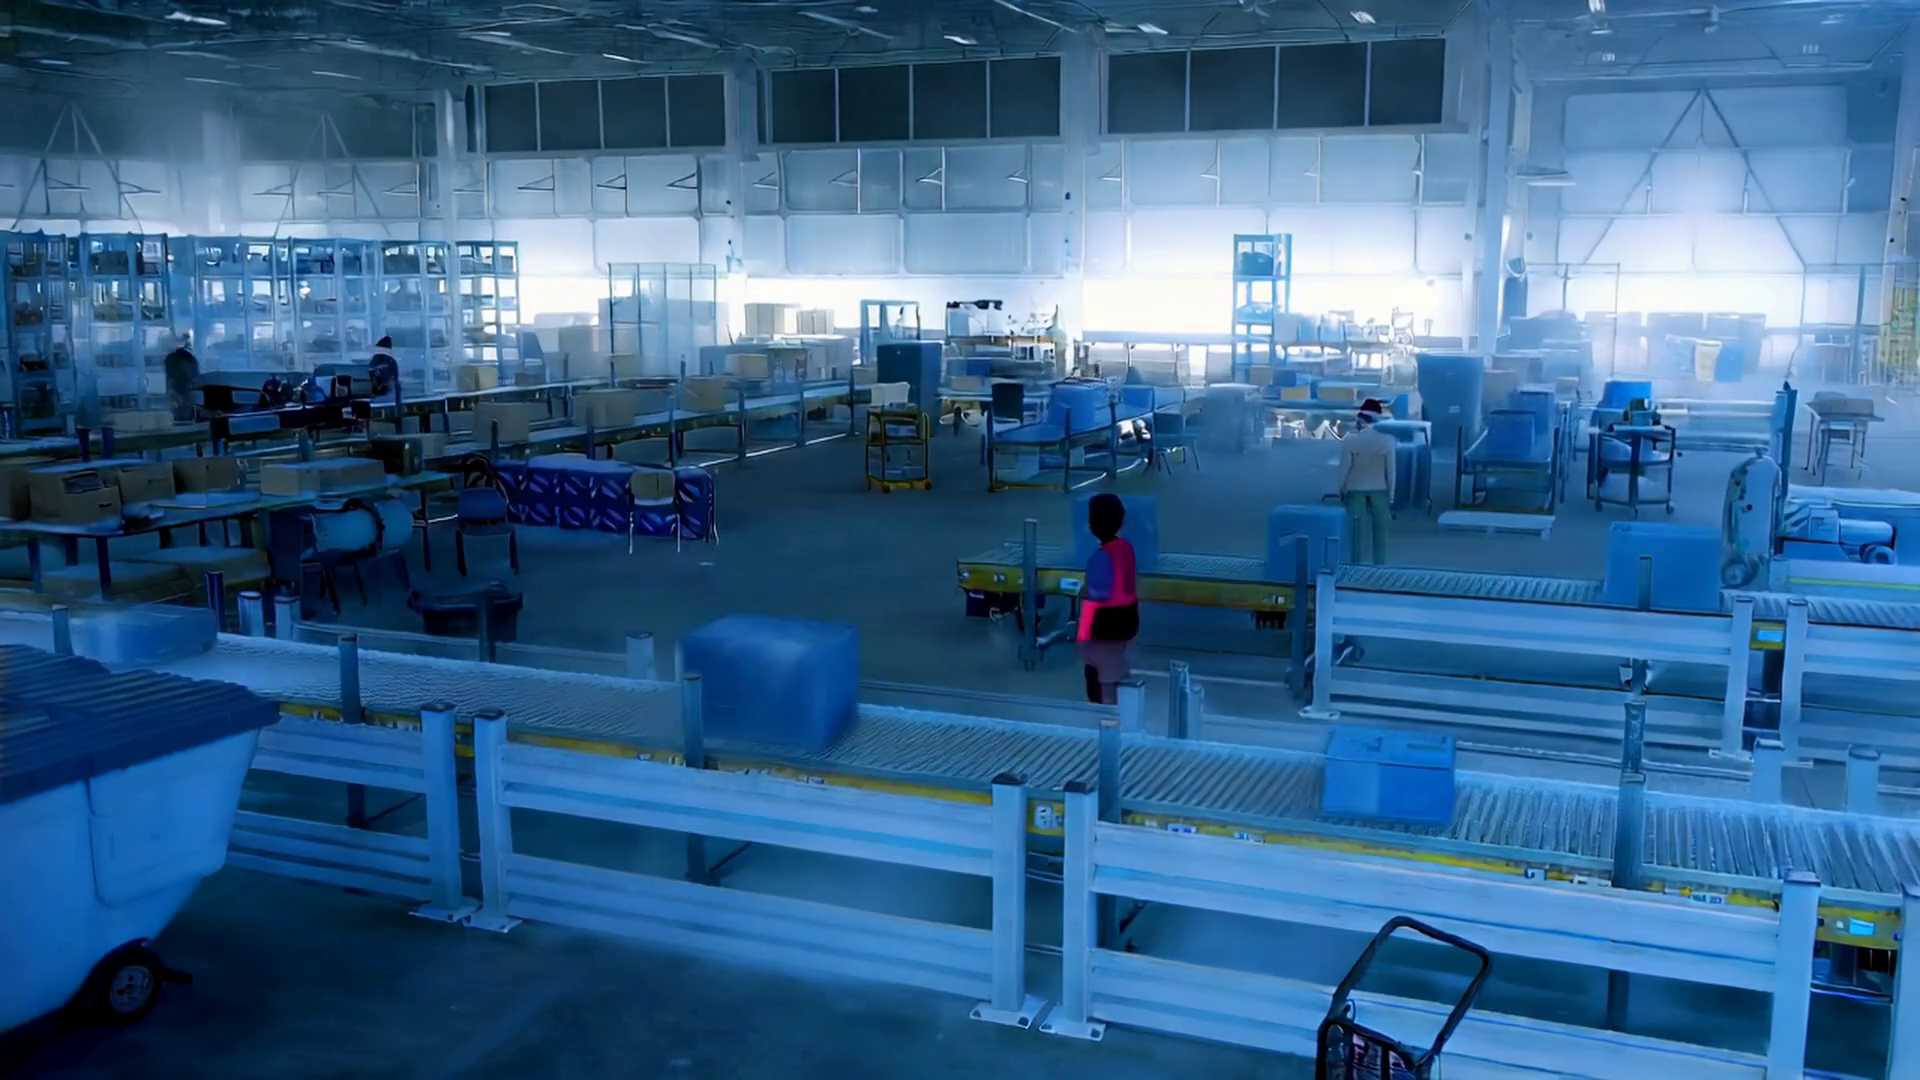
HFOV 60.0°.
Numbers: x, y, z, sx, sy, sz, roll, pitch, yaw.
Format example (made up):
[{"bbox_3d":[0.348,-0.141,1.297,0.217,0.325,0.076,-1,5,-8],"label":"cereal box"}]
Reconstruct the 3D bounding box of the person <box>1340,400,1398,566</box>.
[{"bbox_3d":[3.934,-0.473,16.040,0.532,1.755,0.364,3,10,15],"label":"person"}]

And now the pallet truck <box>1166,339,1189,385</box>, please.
[{"bbox_3d":[5.418,-4.269,40.420,0.704,1.261,1.522,3,10,20],"label":"pallet truck"}]

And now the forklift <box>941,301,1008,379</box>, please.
[{"bbox_3d":[0.365,-4.966,41.571,1.157,1.987,2.680,3,10,20],"label":"forklift"}]

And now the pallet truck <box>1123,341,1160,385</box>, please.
[{"bbox_3d":[4.445,-4.380,41.279,0.680,1.201,1.601,4,10,22],"label":"pallet truck"}]

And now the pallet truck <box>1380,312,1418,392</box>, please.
[{"bbox_3d":[10.207,-4.283,38.369,0.823,1.965,1.885,3,10,20],"label":"pallet truck"}]

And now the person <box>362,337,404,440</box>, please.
[{"bbox_3d":[-10.089,-2.653,29.109,0.600,1.805,0.860,5,10,26],"label":"person"}]

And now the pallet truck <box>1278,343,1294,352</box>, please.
[{"bbox_3d":[7.886,-4.163,39.743,0.653,1.274,1.630,4,10,22],"label":"pallet truck"}]

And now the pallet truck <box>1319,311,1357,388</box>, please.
[{"bbox_3d":[9.071,-4.419,39.190,0.823,1.965,1.885,5,10,26],"label":"pallet truck"}]

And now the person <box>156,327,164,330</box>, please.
[{"bbox_3d":[-17.977,-4.049,37.467,0.571,1.831,0.407,-6,11,-33],"label":"person"}]

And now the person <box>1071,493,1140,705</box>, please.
[{"bbox_3d":[0.804,0.549,10.029,0.656,1.671,0.558,5,10,26],"label":"person"}]

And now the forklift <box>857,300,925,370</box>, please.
[{"bbox_3d":[-1.732,-5.109,42.468,1.157,1.987,2.680,4,10,22],"label":"forklift"}]

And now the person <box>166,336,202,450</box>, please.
[{"bbox_3d":[-12.746,-2.441,27.597,0.647,1.875,0.811,6,11,32],"label":"person"}]
